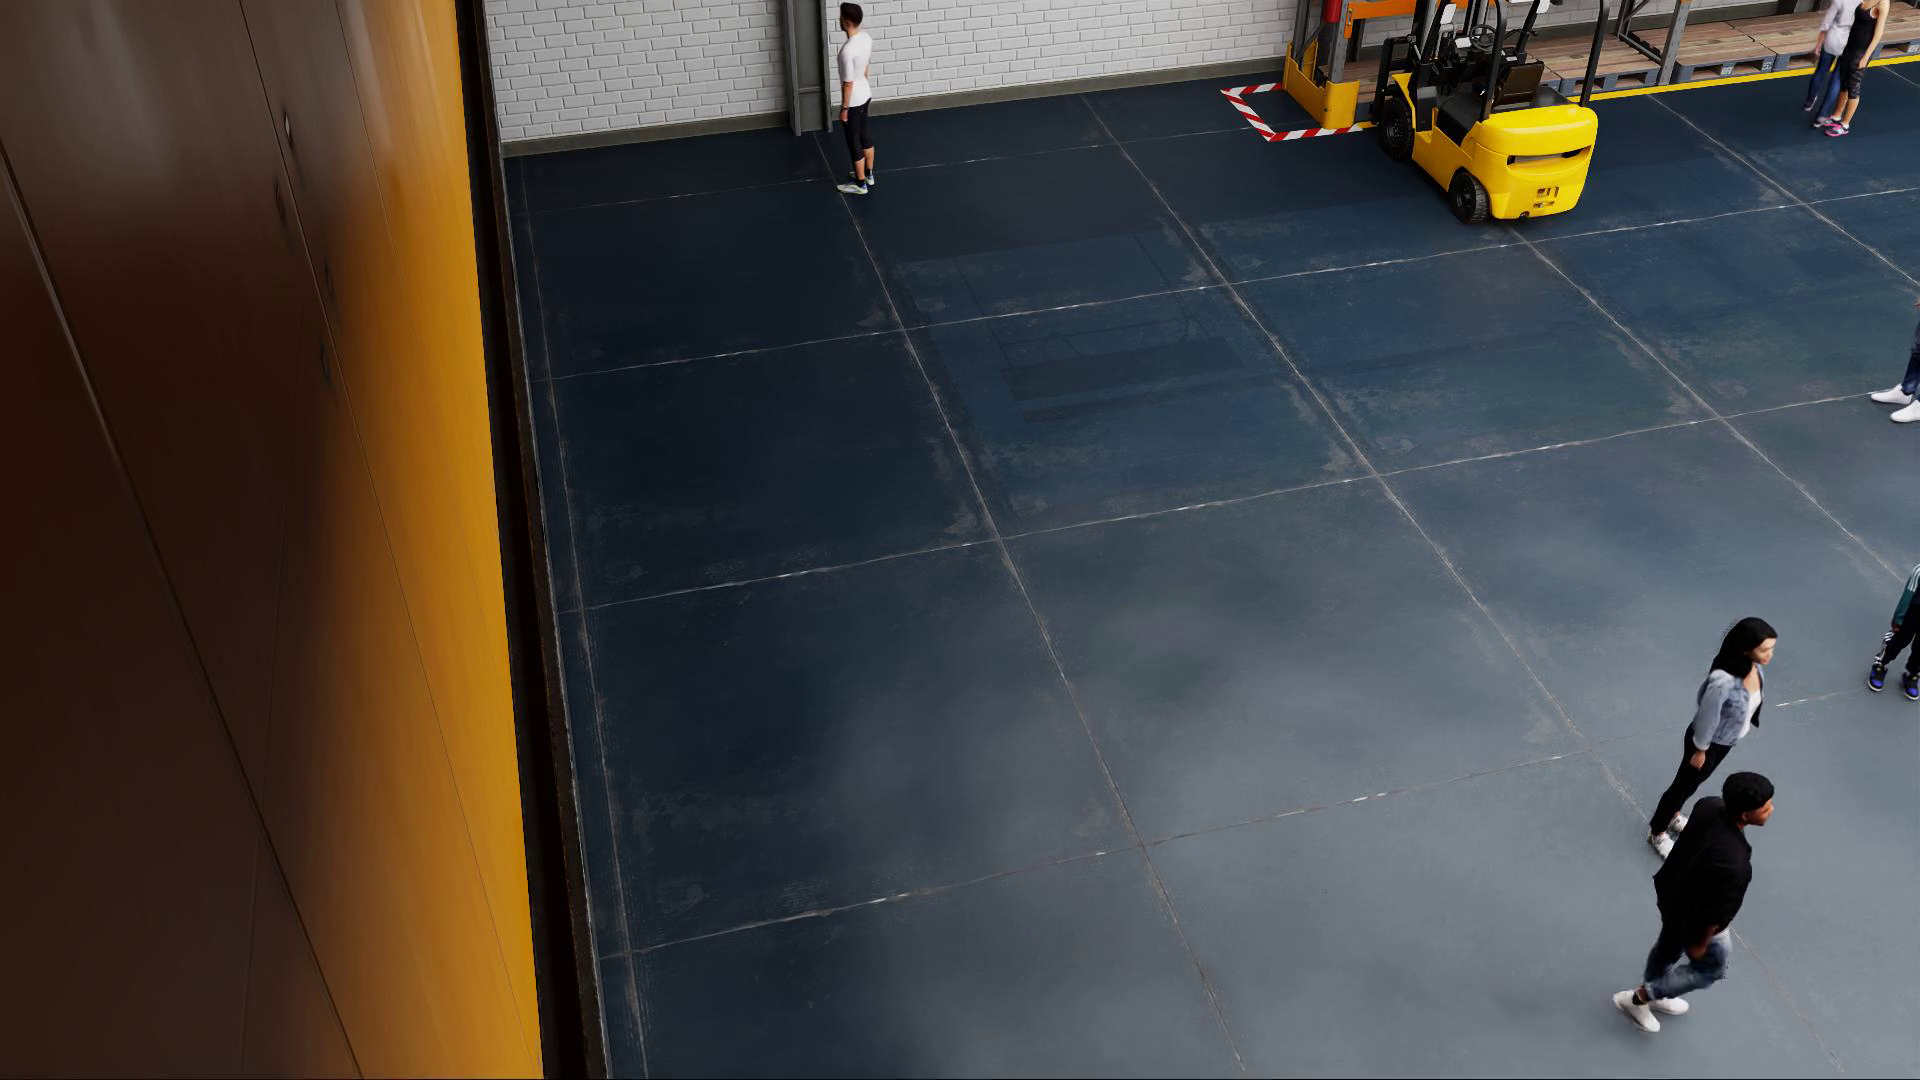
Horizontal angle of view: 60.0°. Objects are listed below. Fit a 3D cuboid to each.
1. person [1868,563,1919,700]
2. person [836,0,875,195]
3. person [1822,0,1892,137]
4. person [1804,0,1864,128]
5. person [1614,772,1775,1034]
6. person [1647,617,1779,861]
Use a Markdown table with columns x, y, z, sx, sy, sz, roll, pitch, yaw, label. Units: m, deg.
| x | y | z | sx | sy | sz | roll | pitch | yaw | label |
| --- | --- | --- | --- | --- | --- | --- | --- | --- | --- |
| 6.098 | 0.455 | 10.494 | 0.552 | 1.255 | 0.630 | 14 | 41 | 17 | person |
| -0.995 | -4.212 | 15.861 | 0.775 | 1.851 | 0.757 | 14 | 41 | 17 | person |
| 9.163 | -4.977 | 16.917 | 0.591 | 1.727 | 0.614 | -2 | 39 | -2 | person |
| 9.046 | -5.069 | 17.062 | 0.938 | 1.690 | 1.022 | 25 | 45 | 28 | person |
| 3.609 | 1.811 | 8.361 | 0.807 | 1.798 | 0.797 | 4 | 39 | 5 | person |
| 4.222 | 1.097 | 9.326 | 0.634 | 1.710 | 0.746 | -30 | 48 | -32 | person |
